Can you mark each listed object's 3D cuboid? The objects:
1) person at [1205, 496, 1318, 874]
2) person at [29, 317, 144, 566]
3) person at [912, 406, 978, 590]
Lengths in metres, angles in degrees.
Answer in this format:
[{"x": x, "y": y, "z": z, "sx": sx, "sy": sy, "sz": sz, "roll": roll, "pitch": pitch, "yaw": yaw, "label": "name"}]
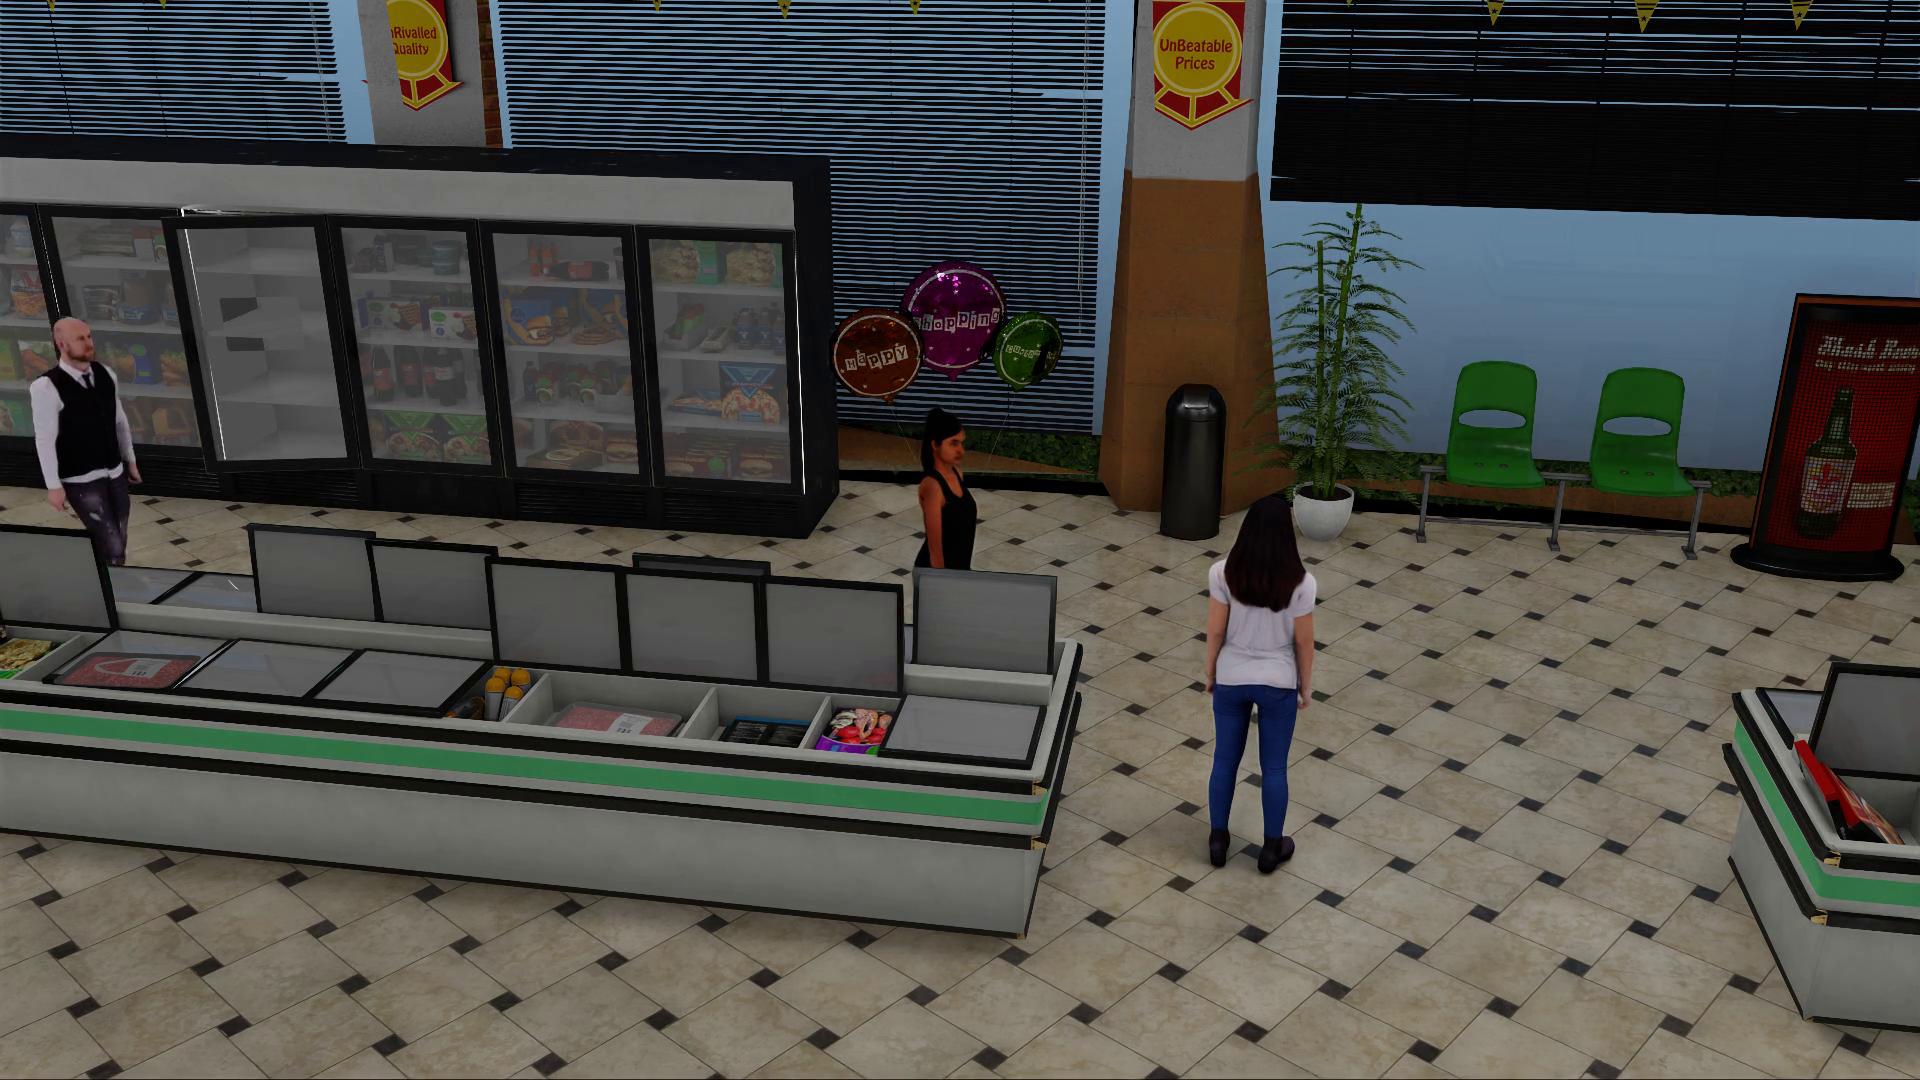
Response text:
[{"x": 1.235, "y": 0.621, "z": 6.940, "sx": 0.516, "sy": 1.685, "sz": 0.700, "roll": 8, "pitch": 23, "yaw": 19, "label": "person"}, {"x": -4.826, "y": -0.330, "z": 9.137, "sx": 0.666, "sy": 1.810, "sz": 0.742, "roll": 6, "pitch": 23, "yaw": 15, "label": "person"}, {"x": -0.091, "y": 0.167, "z": 8.096, "sx": 0.528, "sy": 1.664, "sz": 0.590, "roll": 6, "pitch": 23, "yaw": 14, "label": "person"}]
